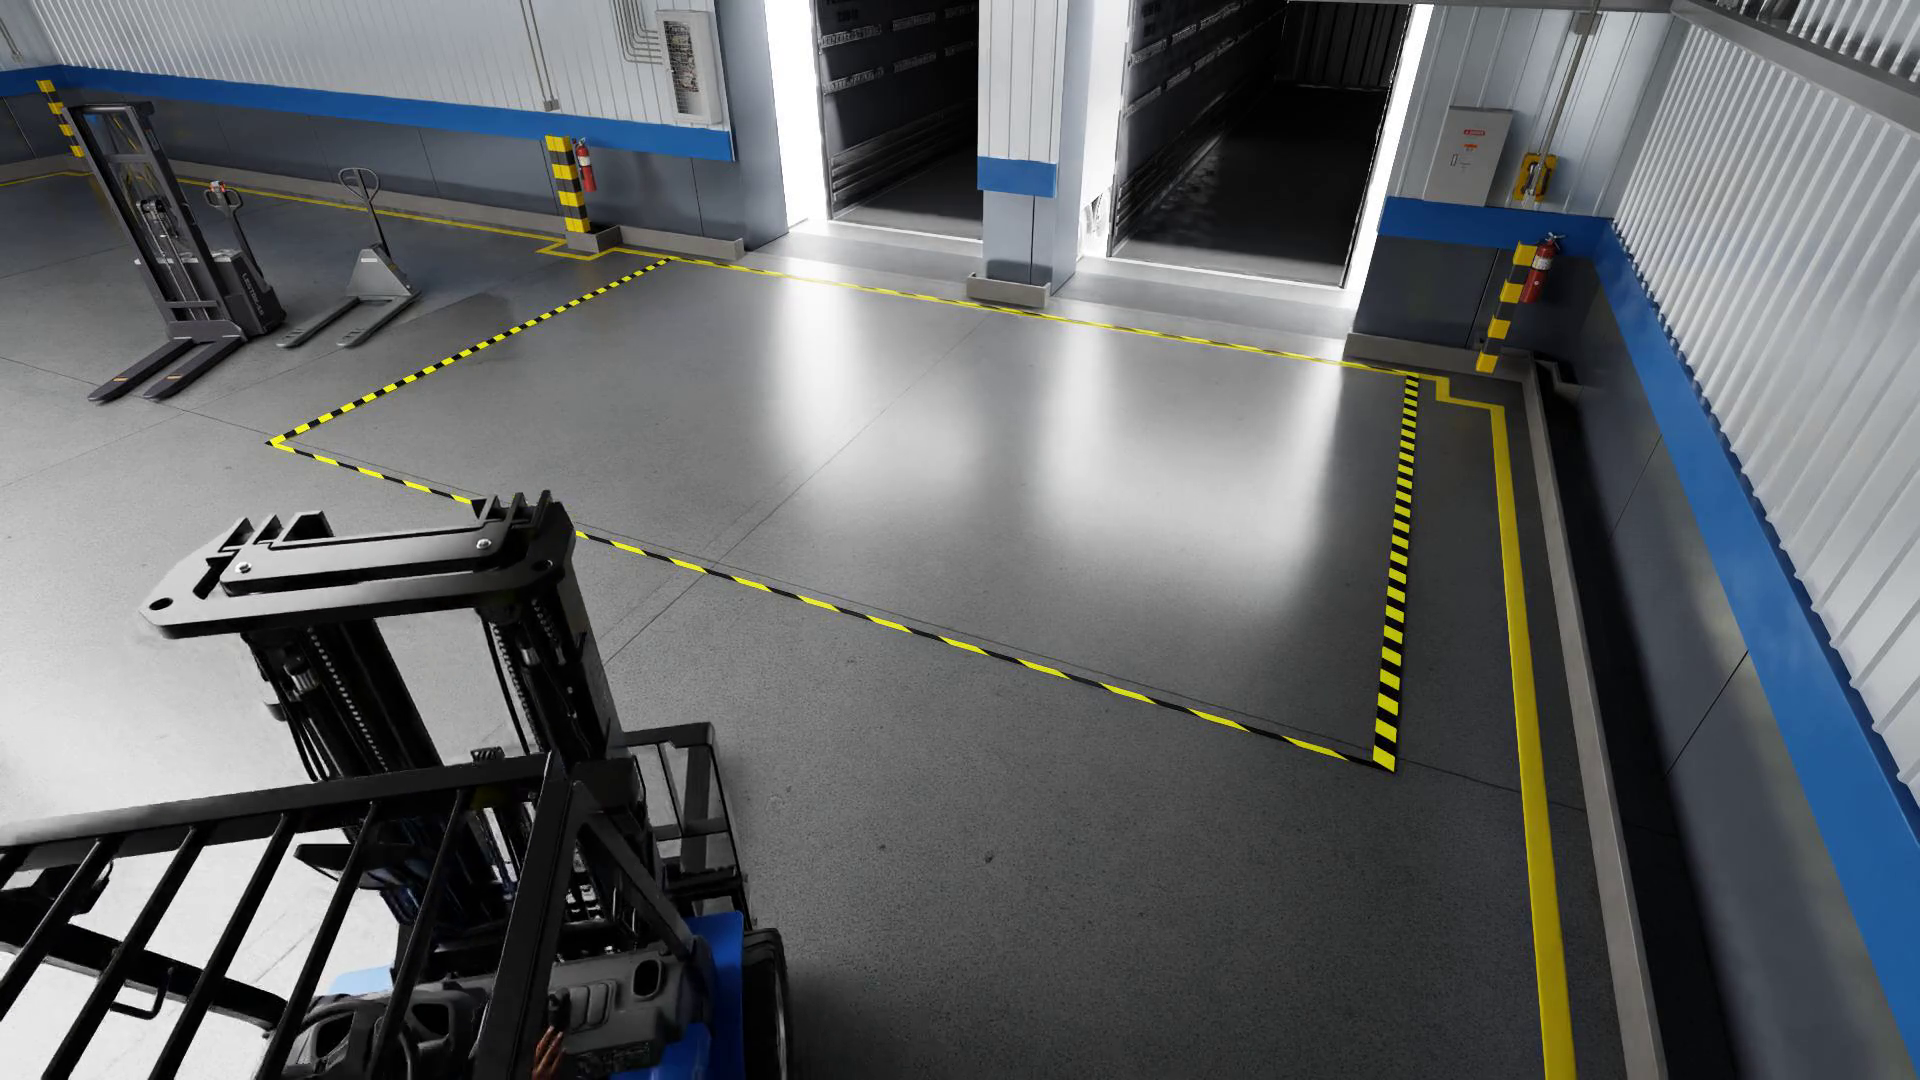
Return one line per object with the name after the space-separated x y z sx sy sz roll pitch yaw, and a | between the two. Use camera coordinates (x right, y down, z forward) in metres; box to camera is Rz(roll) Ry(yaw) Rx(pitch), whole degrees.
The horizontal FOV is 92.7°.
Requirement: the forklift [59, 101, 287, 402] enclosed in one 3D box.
-6.686 -2.387 7.434 0.823 1.965 1.885 -3 35 -5 | forklift

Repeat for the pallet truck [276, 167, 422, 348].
-5.732 -2.611 8.414 0.680 1.201 1.601 -1 35 -1 | pallet truck

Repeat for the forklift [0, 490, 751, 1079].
-1.059 1.409 1.694 1.157 2.036 2.680 -6 35 -8 | forklift

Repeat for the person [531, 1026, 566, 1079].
-1.062 1.221 1.636 0.635 1.294 1.004 -6 35 -8 | person
